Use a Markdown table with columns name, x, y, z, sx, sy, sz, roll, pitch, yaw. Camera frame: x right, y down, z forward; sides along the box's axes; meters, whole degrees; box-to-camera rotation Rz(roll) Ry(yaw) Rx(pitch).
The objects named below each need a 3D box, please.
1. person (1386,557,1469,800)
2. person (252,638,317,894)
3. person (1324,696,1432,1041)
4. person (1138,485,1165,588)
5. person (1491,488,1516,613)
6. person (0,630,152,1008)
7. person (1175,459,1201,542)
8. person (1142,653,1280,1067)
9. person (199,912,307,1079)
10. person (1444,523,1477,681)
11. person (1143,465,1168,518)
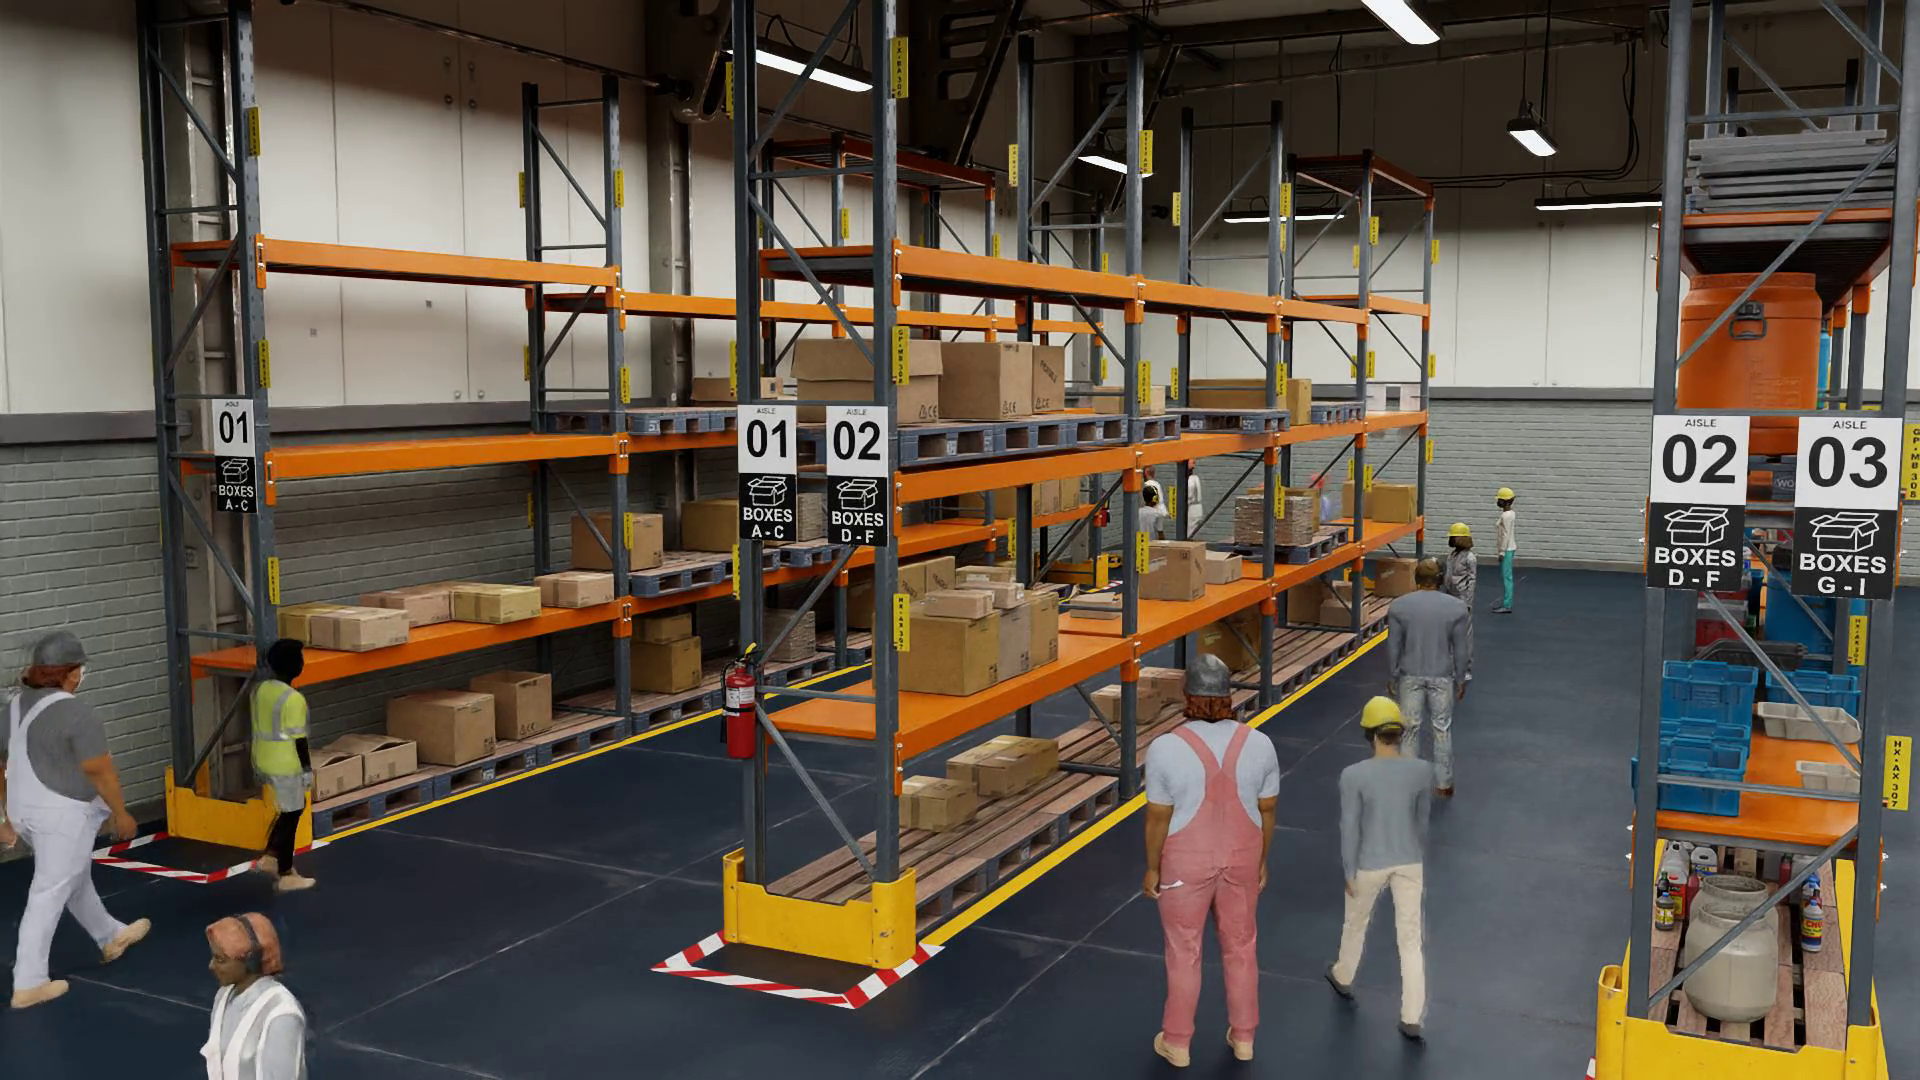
| name | x | y | z | sx | sy | sz | roll | pitch | yaw |
| --- | --- | --- | --- | --- | --- | --- | --- | --- | --- |
| person | 3.718 | 1.103 | 13.267 | 0.629 | 1.936 | 0.371 | 2 | 6 | 18 |
| person | -4.381 | 1.473 | 10.849 | 0.366 | 1.683 | 0.557 | -6 | 8 | -44 |
| person | 2.218 | 1.677 | 8.746 | 0.530 | 1.720 | 0.914 | -1 | 6 | -6 |
| person | 2.564 | 0.195 | 22.412 | 0.513 | 1.872 | 0.328 | 5 | 8 | 39 |
| person | 7.654 | 0.147 | 23.383 | 0.309 | 1.769 | 0.523 | 2 | 6 | 22 |
| person | -4.900 | 1.467 | 9.219 | 0.698 | 2.000 | 0.993 | 3 | 7 | 30 |
| person | 3.739 | -0.386 | 27.308 | 0.439 | 2.027 | 0.625 | 1 | 6 | 14 |
| person | 1.208 | 1.566 | 8.259 | 0.674 | 2.000 | 0.535 | -1 | 6 | -10 |
| person | -2.336 | 2.043 | 5.713 | 0.518 | 1.606 | 0.815 | 5 | 7 | 38 |
| person | 5.486 | 0.677 | 18.339 | 0.294 | 1.744 | 0.487 | -2 | 6 | -19 |
| person | 3.262 | -0.365 | 28.271 | 0.648 | 1.795 | 0.662 | 2 | 6 | 19 |
